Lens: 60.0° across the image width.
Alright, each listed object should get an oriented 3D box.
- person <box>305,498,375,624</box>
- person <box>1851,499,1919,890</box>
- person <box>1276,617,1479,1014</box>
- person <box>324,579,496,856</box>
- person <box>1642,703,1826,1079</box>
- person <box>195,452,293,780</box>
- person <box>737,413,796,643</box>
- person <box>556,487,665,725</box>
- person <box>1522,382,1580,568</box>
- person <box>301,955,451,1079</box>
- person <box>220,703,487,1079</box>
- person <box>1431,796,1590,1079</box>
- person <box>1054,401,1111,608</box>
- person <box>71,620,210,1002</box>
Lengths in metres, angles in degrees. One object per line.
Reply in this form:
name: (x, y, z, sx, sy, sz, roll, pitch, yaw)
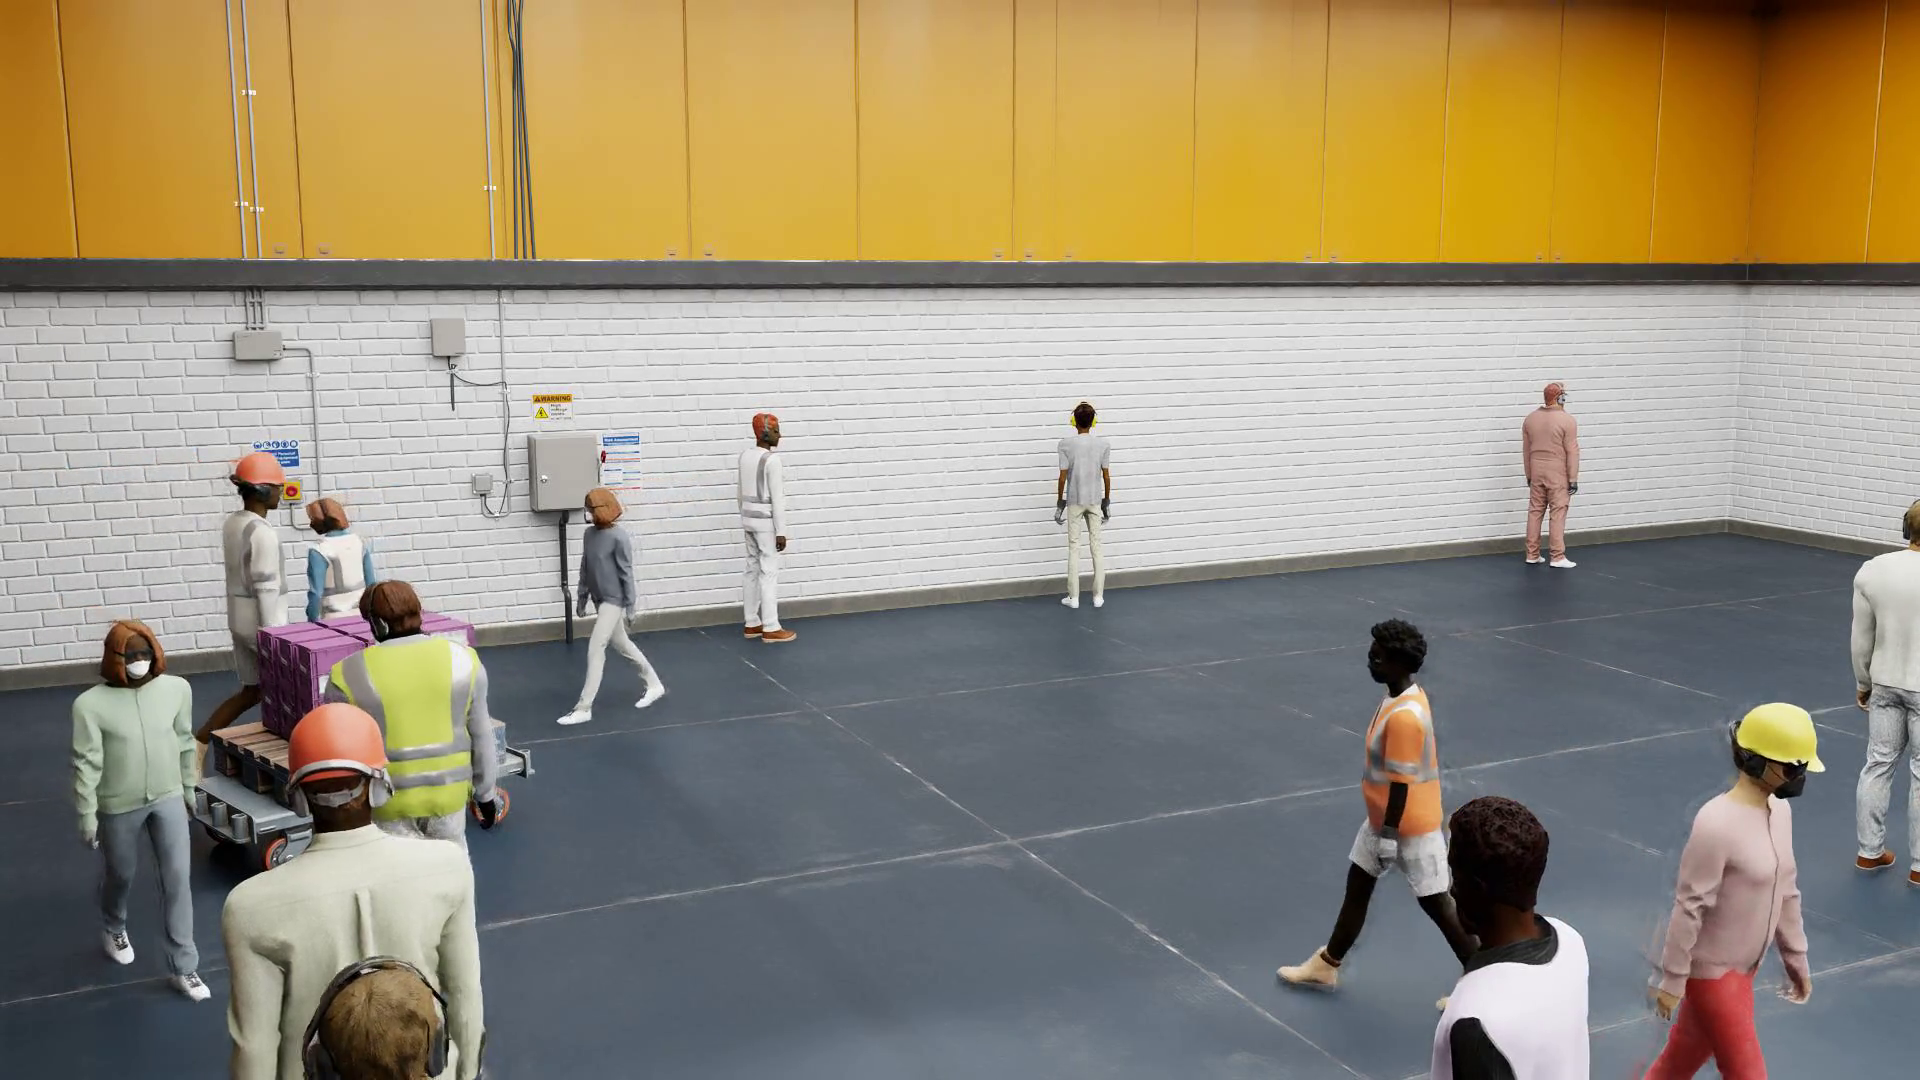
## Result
person: (-3.933, 0.518, 10.713, 0.332, 1.611, 0.725, 3, 10, 17)
person: (4.724, 0.750, 8.233, 0.372, 1.940, 0.627, -6, 11, -31)
person: (1.809, 1.127, 6.791, 0.903, 1.649, 0.533, 2, 9, 12)
person: (-2.214, 1.057, 6.722, 0.656, 1.810, 0.456, -6, 11, -31)
person: (2.489, 1.350, 5.176, 0.536, 1.707, 0.919, -8, 12, -41)
person: (-4.105, 0.498, 9.581, 0.882, 2.016, 0.618, -8, 12, -41)
person: (-1.614, -0.101, 13.687, 0.356, 1.881, 0.575, -7, 12, -39)
person: (-2.382, 0.420, 11.369, 0.848, 1.589, 0.523, -8, 12, -40)
person: (6.099, -0.669, 17.121, 0.411, 1.913, 0.643, -6, 11, -34)
person: (-0.907, 1.647, 2.870, 0.656, 1.888, 0.988, -7, 12, -38)
person: (-1.489, 1.385, 4.141, 0.612, 1.986, 0.401, -6, 11, -34)
person: (1.195, 1.500, 3.654, 0.399, 1.916, 0.590, 6, 11, 32)
person: (1.112, -0.313, 15.055, 0.515, 1.868, 0.329, -1, 9, -8)
person: (-3.509, 1.108, 7.078, 0.512, 1.595, 0.843, -9, 13, -44)
